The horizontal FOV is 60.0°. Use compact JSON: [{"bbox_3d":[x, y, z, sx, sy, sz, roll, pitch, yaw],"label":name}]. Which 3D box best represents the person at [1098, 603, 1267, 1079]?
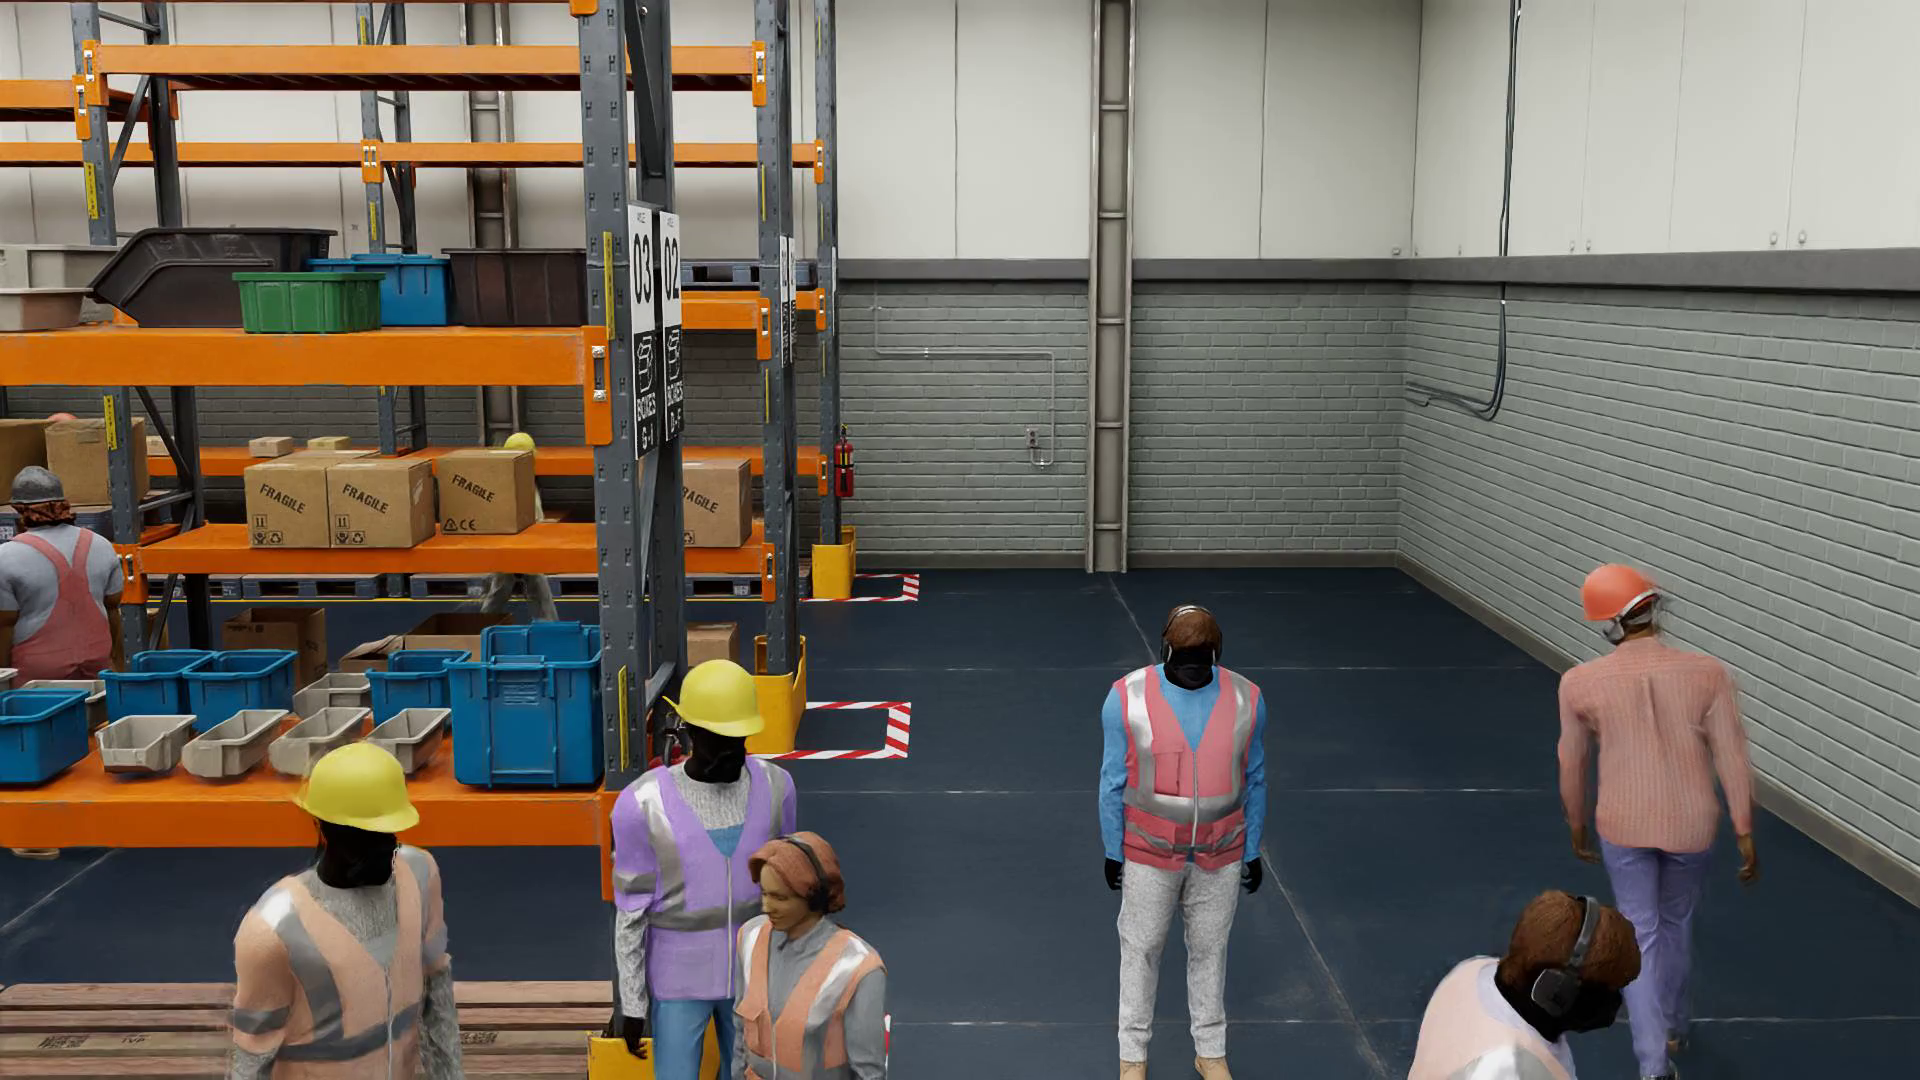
[{"bbox_3d":[0.818,1.136,6.086,0.622,1.839,0.429,-1,9,-4],"label":"person"}]

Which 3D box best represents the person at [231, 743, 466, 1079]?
[{"bbox_3d":[-1.641,1.406,4.321,0.982,1.876,0.605,4,10,25],"label":"person"}]

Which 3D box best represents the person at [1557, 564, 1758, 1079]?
[{"bbox_3d":[2.594,1.058,6.271,0.689,1.929,0.842,2,10,13],"label":"person"}]

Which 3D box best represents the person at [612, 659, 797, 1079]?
[{"bbox_3d":[-0.724,1.285,4.942,0.592,1.918,0.395,-6,11,-32],"label":"person"}]

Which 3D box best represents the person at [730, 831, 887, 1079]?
[{"bbox_3d":[-0.383,1.532,4.284,0.523,1.631,0.317,8,12,39],"label":"person"}]

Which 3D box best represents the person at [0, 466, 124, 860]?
[{"bbox_3d":[-4.734,0.614,8.659,0.535,2.000,0.682,5,11,28],"label":"person"}]

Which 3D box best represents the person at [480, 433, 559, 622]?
[{"bbox_3d":[-3.414,0.062,12.840,0.930,1.788,0.612,2,9,11],"label":"person"}]

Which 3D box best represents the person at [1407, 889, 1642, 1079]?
[{"bbox_3d":[1.155,1.579,3.502,0.630,1.801,0.675,2,10,14],"label":"person"}]
